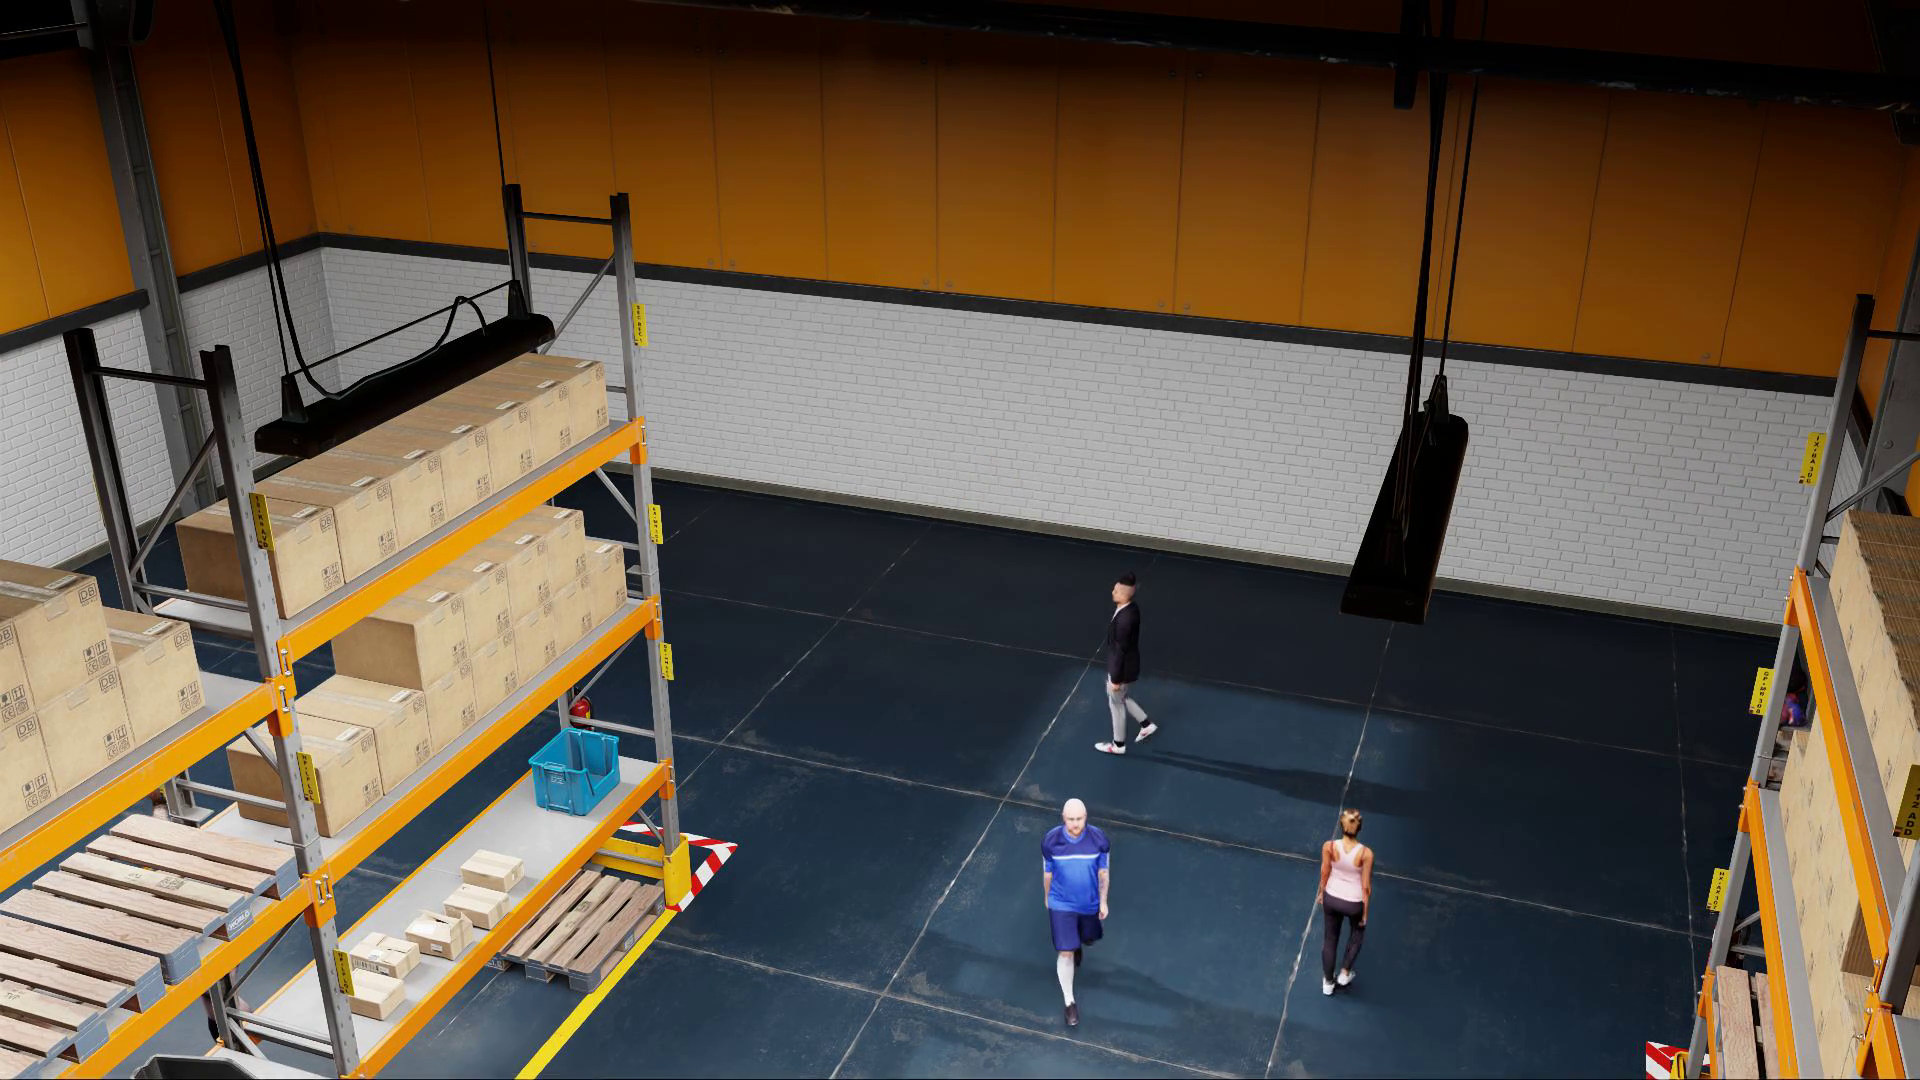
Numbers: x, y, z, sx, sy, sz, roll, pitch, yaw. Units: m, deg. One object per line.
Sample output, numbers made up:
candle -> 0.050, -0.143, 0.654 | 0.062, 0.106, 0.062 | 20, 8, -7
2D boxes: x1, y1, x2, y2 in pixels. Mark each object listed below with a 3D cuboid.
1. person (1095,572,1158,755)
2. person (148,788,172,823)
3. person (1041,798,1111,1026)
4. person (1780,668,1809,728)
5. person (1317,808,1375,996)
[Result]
person -> 1.666, 1.202, 16.068 | 0.831, 1.944, 0.798 | 6, 24, 13
person -> -6.671, 2.569, 13.910 | 0.850, 1.169, 0.816 | -9, 25, -20
person -> 0.885, 2.730, 12.734 | 0.992, 1.814, 1.252 | -2, 24, -4
person -> 7.229, 1.910, 14.700 | 0.722, 1.743, 0.586 | -1, 24, -3
person -> 2.930, 2.819, 12.753 | 0.596, 1.637, 0.593 | 11, 26, 24
